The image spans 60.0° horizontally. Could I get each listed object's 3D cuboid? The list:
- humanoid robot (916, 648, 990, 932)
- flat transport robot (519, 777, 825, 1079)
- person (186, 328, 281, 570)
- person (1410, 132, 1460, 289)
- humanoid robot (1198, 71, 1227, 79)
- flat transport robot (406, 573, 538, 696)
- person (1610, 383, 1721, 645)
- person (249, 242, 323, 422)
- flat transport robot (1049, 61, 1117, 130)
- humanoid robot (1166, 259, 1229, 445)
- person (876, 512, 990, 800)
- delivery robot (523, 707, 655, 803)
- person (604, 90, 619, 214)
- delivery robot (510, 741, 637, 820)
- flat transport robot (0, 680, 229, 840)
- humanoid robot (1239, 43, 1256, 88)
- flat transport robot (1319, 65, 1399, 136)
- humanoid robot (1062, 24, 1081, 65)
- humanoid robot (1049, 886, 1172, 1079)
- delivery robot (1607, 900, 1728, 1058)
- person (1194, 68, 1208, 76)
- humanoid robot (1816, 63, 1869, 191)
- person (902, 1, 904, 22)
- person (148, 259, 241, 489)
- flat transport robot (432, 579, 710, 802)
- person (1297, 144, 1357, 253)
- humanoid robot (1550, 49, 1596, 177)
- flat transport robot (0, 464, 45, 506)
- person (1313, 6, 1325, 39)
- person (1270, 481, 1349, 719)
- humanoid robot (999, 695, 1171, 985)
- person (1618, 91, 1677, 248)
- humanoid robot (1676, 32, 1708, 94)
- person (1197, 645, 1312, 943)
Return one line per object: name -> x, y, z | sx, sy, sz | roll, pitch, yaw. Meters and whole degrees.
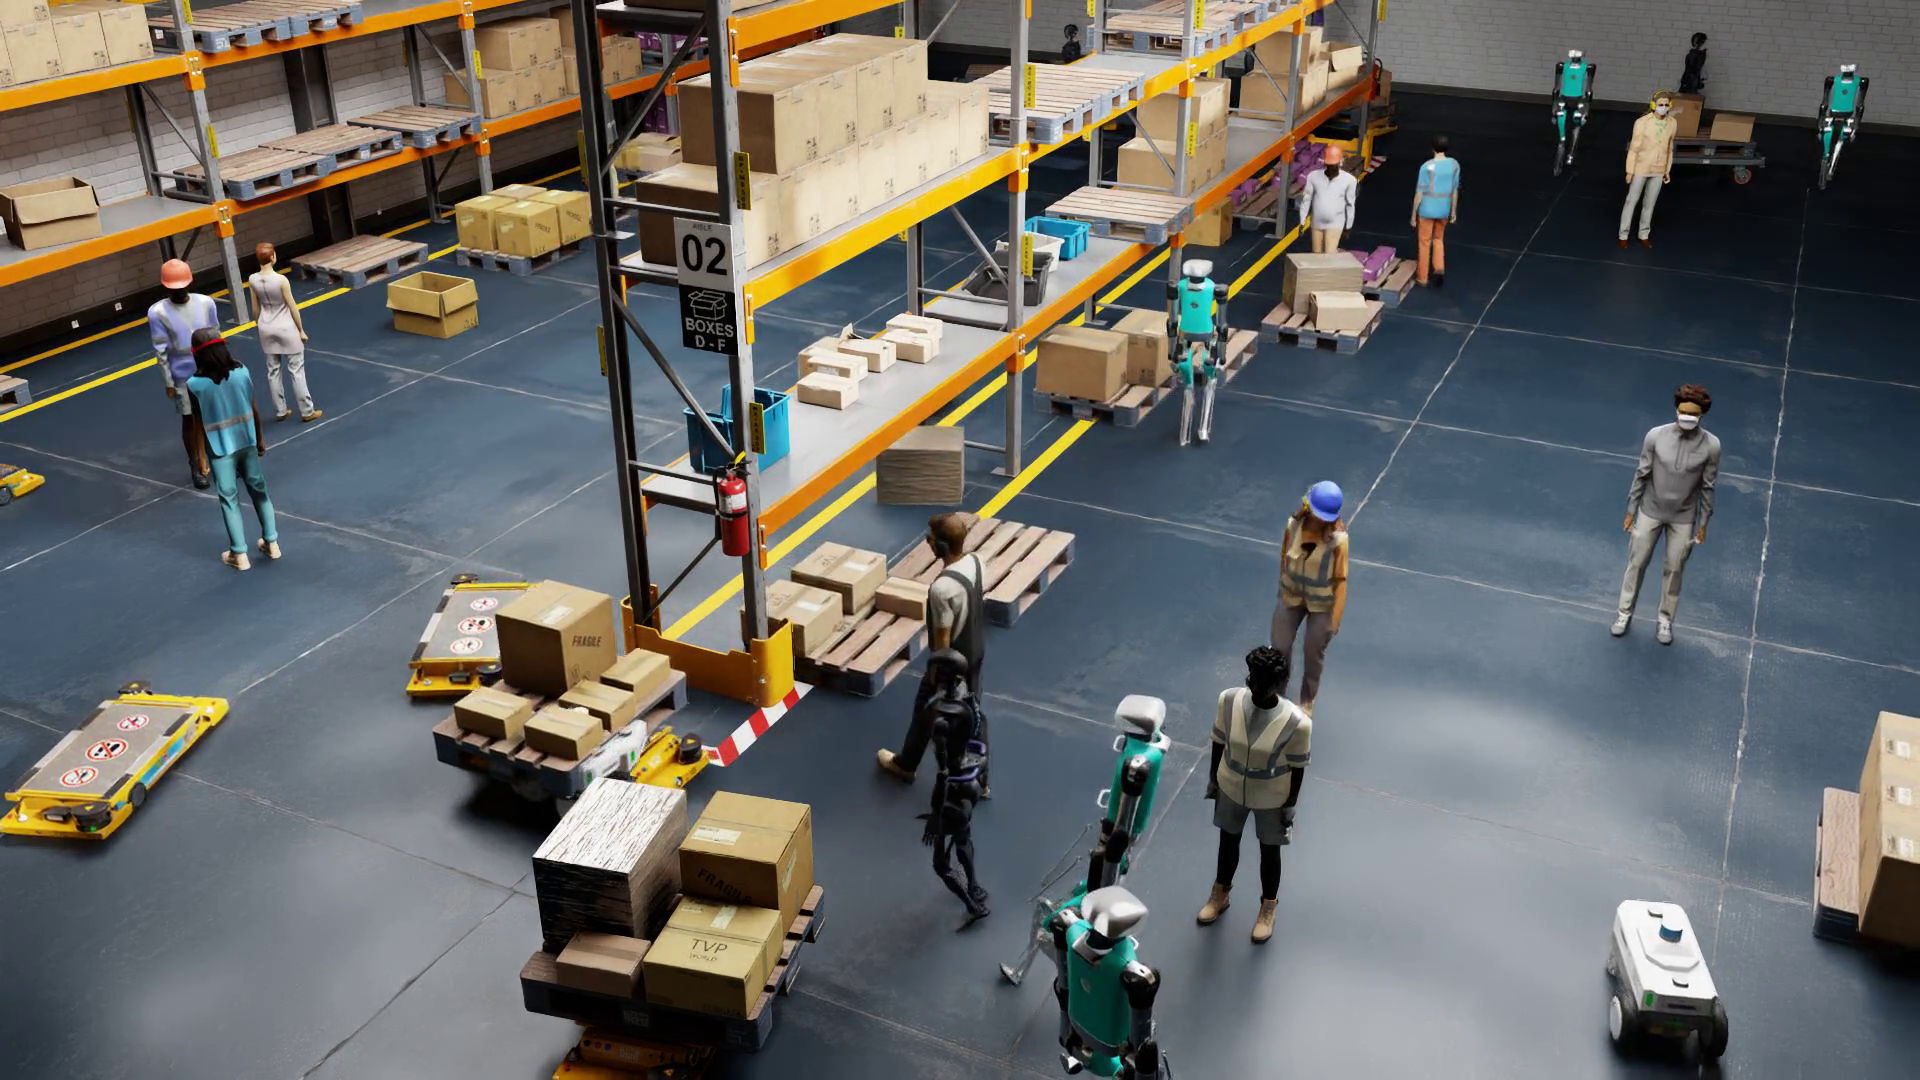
humanoid robot -> -0.017, 1.276, 8.628 | 0.334, 1.654, 0.599 | 6, 27, 12
flat transport robot -> -1.409, 2.228, 8.277 | 0.659, 0.231, 1.431 | 7, 27, 13
person -> -5.407, -0.674, 12.346 | 0.378, 1.862, 0.516 | 20, 33, 35
person -> 5.265, -3.646, 18.466 | 0.527, 1.754, 0.413 | -4, 27, -8
humanoid robot -> 3.513, -5.950, 23.205 | 0.590, 1.651, 0.322 | 22, 34, 37
flat transport robot -> -3.318, 0.641, 11.483 | 0.659, 0.231, 1.431 | -1, 26, -2
person -> 4.829, -0.185, 11.331 | 0.542, 1.888, 0.431 | 12, 29, 23
person -> -6.115, -1.860, 14.968 | 0.451, 1.658, 0.284 | 4, 27, 7
flat transport robot -> 1.712, -6.585, 26.079 | 1.431, 0.231, 0.659 | 0, 26, -1
humanoid robot -> 2.088, -1.628, 14.427 | 0.539, 1.783, 0.783 | 10, 28, 19
person -> -0.132, 0.651, 9.719 | 0.794, 1.815, 0.524 | 17, 31, 30
delivery robot -> -2.223, 1.266, 9.882 | 0.769, 0.580, 0.499 | 1, 26, 3
person -> -4.567, -5.087, 21.277 | 0.373, 1.843, 0.569 | 2, 26, 3
delivery robot -> -2.298, 1.322, 9.802 | 0.804, 0.610, 0.499 | 16, 30, 28
flat transport robot -> -5.125, 1.320, 10.111 | 0.659, 0.231, 1.431 | 3, 26, 6
humanoid robot -> 4.355, -6.653, 24.650 | 0.475, 1.653, 0.584 | -5, 27, -10
flat transport robot -> 6.045, -6.545, 25.998 | 1.431, 0.231, 0.659 | 21, 33, 36
humanoid robot -> 1.656, -6.994, 25.306 | 0.339, 1.651, 0.608 | -2, 26, -5
humanoid robot -> 0.747, 2.126, 6.892 | 0.748, 1.848, 0.542 | -20, 33, -35
delivery robot -> 3.444, 2.123, 8.162 | 0.499, 0.589, 0.790 | 4, 27, 7
person -> 3.351, -6.389, 23.863 | 0.764, 1.880, 0.472 | 10, 28, 20
humanoid robot -> 11.847, -5.588, 22.461 | 0.538, 1.769, 1.025 | 12, 29, 23
person -> -0.874, -9.466, 30.158 | 0.365, 1.824, 0.514 | 3, 27, 6
person -> -6.282, -1.379, 13.689 | 0.547, 1.933, 0.371 | -23, 34, -38
flat transport robot -> -2.316, 1.284, 10.184 | 1.431, 0.231, 0.659 | 12, 29, 23
person -> 3.949, -3.422, 18.054 | 0.565, 1.721, 0.734 | 13, 29, 24
humanoid robot -> 8.611, -6.039, 23.390 | 0.535, 1.786, 1.016 | 13, 29, 24
flat transport robot -> -8.220, -0.308, 13.401 | 0.659, 0.231, 1.431 | 10, 28, 19
person -> 5.853, -8.310, 27.728 | 0.556, 1.900, 0.559 | 13, 29, 25
person -> 2.175, 0.386, 10.334 | 0.492, 1.738, 0.477 | 17, 31, 30
humanoid robot -> 0.522, 1.560, 8.042 | 0.900, 1.837, 0.561 | 5, 27, 10
person -> 8.247, -4.443, 19.944 | 0.568, 1.875, 0.397 | -2, 26, -5
humanoid robot -> 10.971, -6.785, 24.959 | 0.803, 1.621, 0.585 | 1, 26, 2
person -> 1.512, 1.294, 8.554 | 0.533, 1.696, 0.318 | 15, 30, 27
